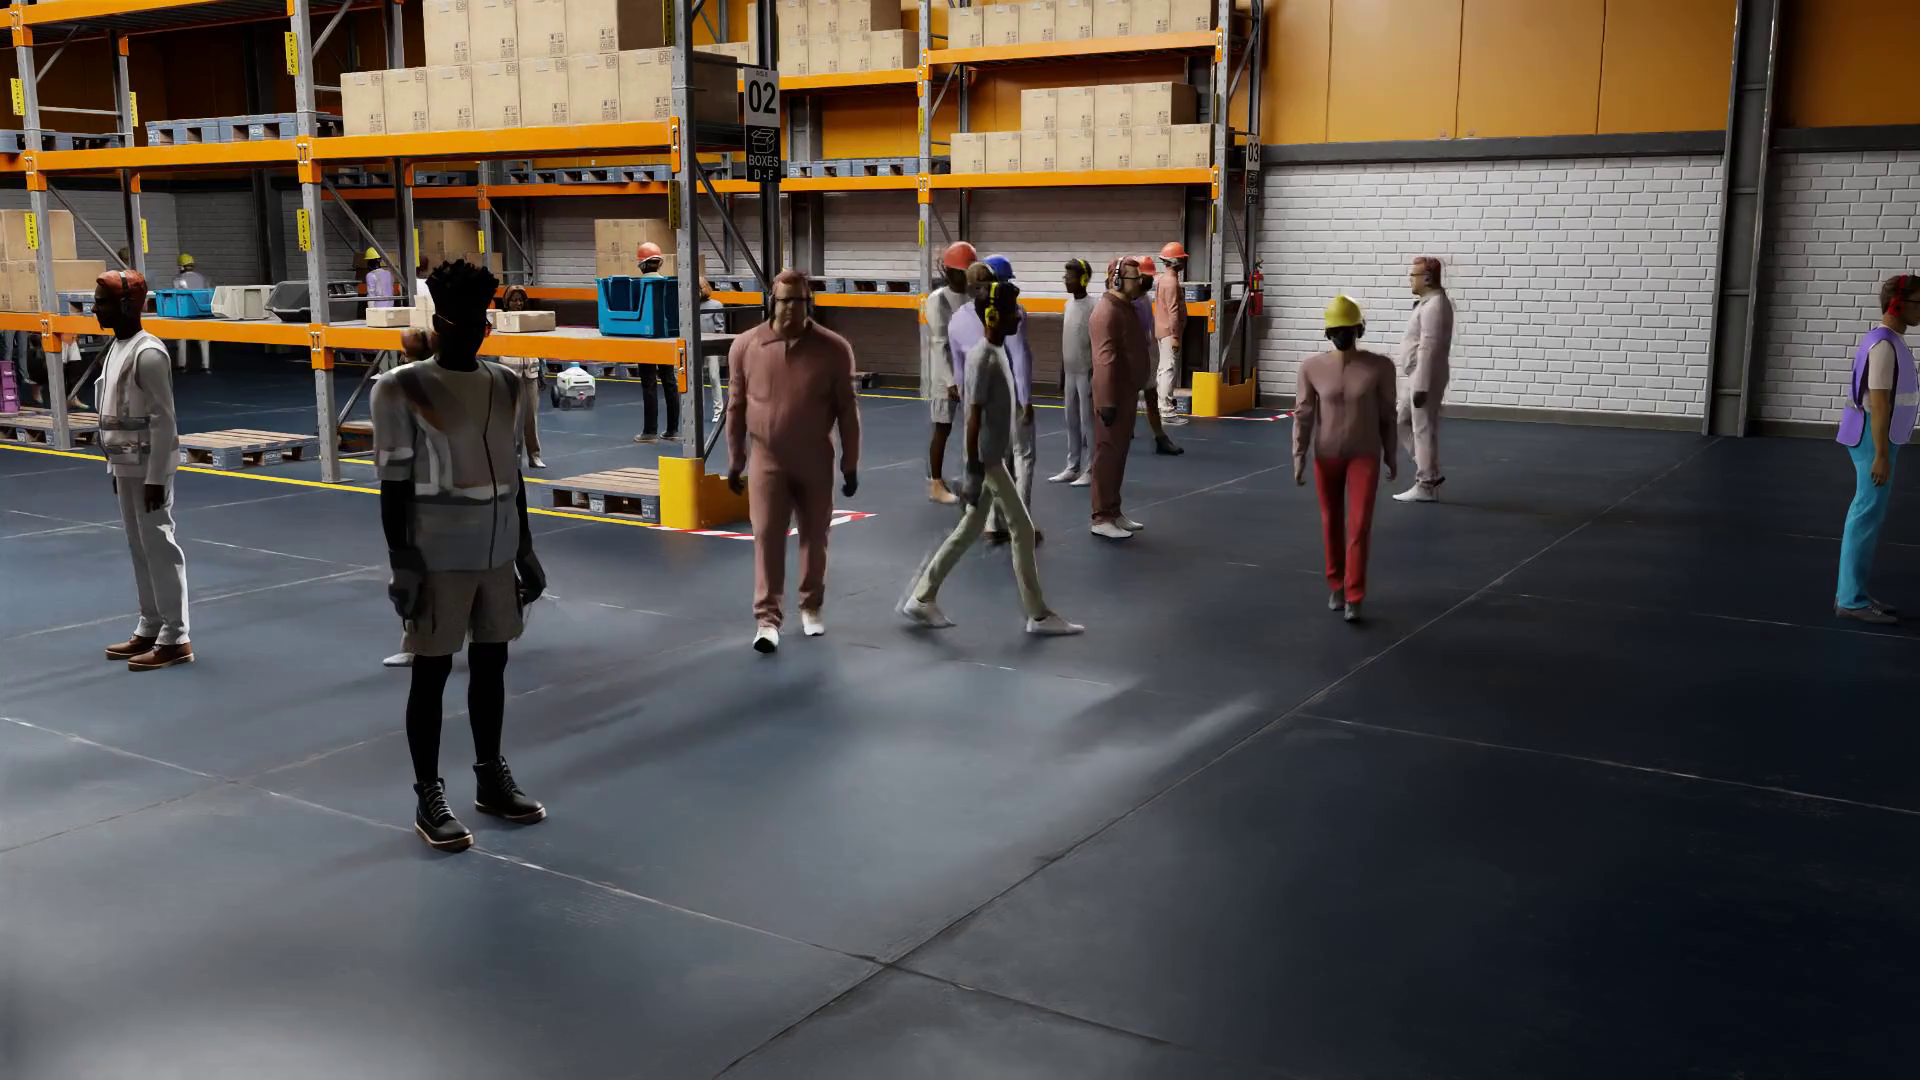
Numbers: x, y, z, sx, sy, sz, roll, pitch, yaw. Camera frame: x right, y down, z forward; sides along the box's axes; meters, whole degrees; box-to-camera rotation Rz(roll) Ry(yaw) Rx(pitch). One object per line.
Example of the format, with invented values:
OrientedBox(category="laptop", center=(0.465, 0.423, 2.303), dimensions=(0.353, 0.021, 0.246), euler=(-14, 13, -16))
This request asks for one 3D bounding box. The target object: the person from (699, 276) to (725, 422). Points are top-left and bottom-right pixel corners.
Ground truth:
OrientedBox(category="person", center=(-2.862, -2.120, 18.535), dimensions=(0.509, 1.623, 0.284), euler=(2, 10, 11))

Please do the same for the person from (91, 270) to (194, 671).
OrientedBox(category="person", center=(-3.898, -0.328, 7.894), dimensions=(0.350, 1.879, 0.583), euler=(-9, 14, -42))

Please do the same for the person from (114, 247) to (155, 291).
OrientedBox(category="person", center=(-11.458, -3.076, 23.000), dimensions=(0.664, 1.917, 0.714), euler=(-6, 12, -31))

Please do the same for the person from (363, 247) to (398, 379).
OrientedBox(category="person", center=(-8.475, -3.301, 24.274), dimensions=(0.402, 1.919, 0.588), euler=(2, 10, 13))

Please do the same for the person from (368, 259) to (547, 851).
OrientedBox(category="person", center=(-1.673, 0.042, 5.624), dimensions=(0.378, 1.958, 0.600), euler=(7, 13, 35))

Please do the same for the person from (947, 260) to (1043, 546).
OrientedBox(category="person", center=(0.220, -0.906, 11.079), dimensions=(0.719, 1.883, 0.397), euler=(7, 12, 34))

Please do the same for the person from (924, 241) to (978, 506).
OrientedBox(category="person", center=(0.056, -1.220, 12.479), dimensions=(0.878, 2.005, 0.621), euler=(10, 14, 43))

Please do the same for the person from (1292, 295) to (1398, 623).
OrientedBox(category="person", center=(2.036, -0.427, 8.846), dimensions=(0.538, 1.723, 0.820), euler=(3, 11, 19))

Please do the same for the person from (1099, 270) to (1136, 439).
OrientedBox(category="person", center=(1.579, -1.900, 16.927), dimensions=(0.526, 1.765, 0.329), euler=(-3, 11, -14))

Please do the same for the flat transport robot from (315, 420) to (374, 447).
OrientedBox(category="flat transport robot", center=(-5.603, -1.029, 16.238), dimensions=(1.431, 0.197, 0.652), euler=(6, 12, 32))

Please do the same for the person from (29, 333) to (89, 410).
OrientedBox(category="person", center=(-10.772, -2.376, 19.814), dimensions=(0.609, 1.666, 0.573), euler=(1, 10, 7))

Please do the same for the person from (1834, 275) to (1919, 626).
OrientedBox(category="person", center=(4.877, -0.484, 8.863), dimensions=(0.373, 1.840, 0.570), euler=(6, 12, 28))

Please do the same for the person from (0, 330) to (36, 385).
OrientedBox(category="person", center=(-13.166, -2.961, 23.168), dimensions=(0.285, 1.633, 0.497), euler=(5, 12, 27))

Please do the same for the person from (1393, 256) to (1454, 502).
OrientedBox(category="person", center=(3.555, -1.228, 12.824), dimensions=(0.431, 1.894, 0.670), euler=(2, 11, 13))

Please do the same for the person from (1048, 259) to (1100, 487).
OrientedBox(category="person", center=(0.979, -1.373, 13.716), dimensions=(0.310, 1.868, 0.532), euler=(-7, 12, -32))

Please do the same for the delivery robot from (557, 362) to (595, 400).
OrientedBox(category="delivery robot", center=(-4.611, -1.889, 19.957), dimensions=(0.477, 0.478, 0.707), euler=(-5, 11, -23))

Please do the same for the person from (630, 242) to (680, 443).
OrientedBox(category="person", center=(-3.064, -1.966, 16.646), dimensions=(0.379, 1.996, 0.608), euler=(10, 14, 44))

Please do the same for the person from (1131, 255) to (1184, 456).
OrientedBox(category="person", center=(1.627, -1.746, 15.765), dimensions=(1.004, 1.887, 0.564), euler=(7, 13, 36))

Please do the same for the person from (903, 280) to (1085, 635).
OrientedBox(category="person", center=(0.136, -0.417, 8.552), dimensions=(0.952, 1.830, 0.537), euler=(1, 10, 7))

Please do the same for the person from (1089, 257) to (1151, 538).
OrientedBox(category="person", center=(1.105, -0.977, 11.420), dimensions=(0.403, 1.906, 0.652), euler=(3, 11, 18))

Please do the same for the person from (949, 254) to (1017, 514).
OrientedBox(category="person", center=(0.205, -1.124, 12.177), dimensions=(0.785, 1.926, 0.635), euler=(-8, 13, -39))

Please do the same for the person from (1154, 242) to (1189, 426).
OrientedBox(category="person", center=(2.318, -2.255, 18.247), dimensions=(0.375, 1.997, 0.612), euler=(-1, 10, -4))

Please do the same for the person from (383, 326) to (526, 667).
OrientedBox(category="person", center=(-2.446, -0.209, 7.925), dimensions=(0.613, 1.618, 0.526), euler=(-2, 10, -12))

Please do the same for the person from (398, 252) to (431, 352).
OrientedBox(category="person", center=(-6.014, -2.290, 18.754), dimensions=(0.627, 1.892, 0.457), euler=(-9, 13, -40))

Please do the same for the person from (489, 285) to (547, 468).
OrientedBox(category="person", center=(-3.900, -1.429, 14.682), dimensions=(0.519, 1.634, 0.311), euler=(-8, 13, -39))

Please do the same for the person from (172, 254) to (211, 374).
OrientedBox(category="person", center=(-11.707, -3.427, 25.255), dimensions=(0.780, 1.803, 0.595), euler=(8, 13, 38))

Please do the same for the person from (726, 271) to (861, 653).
OrientedBox(category="person", center=(-0.827, -0.383, 8.247), dimensions=(0.675, 1.865, 0.883), euler=(-1, 10, -4))
